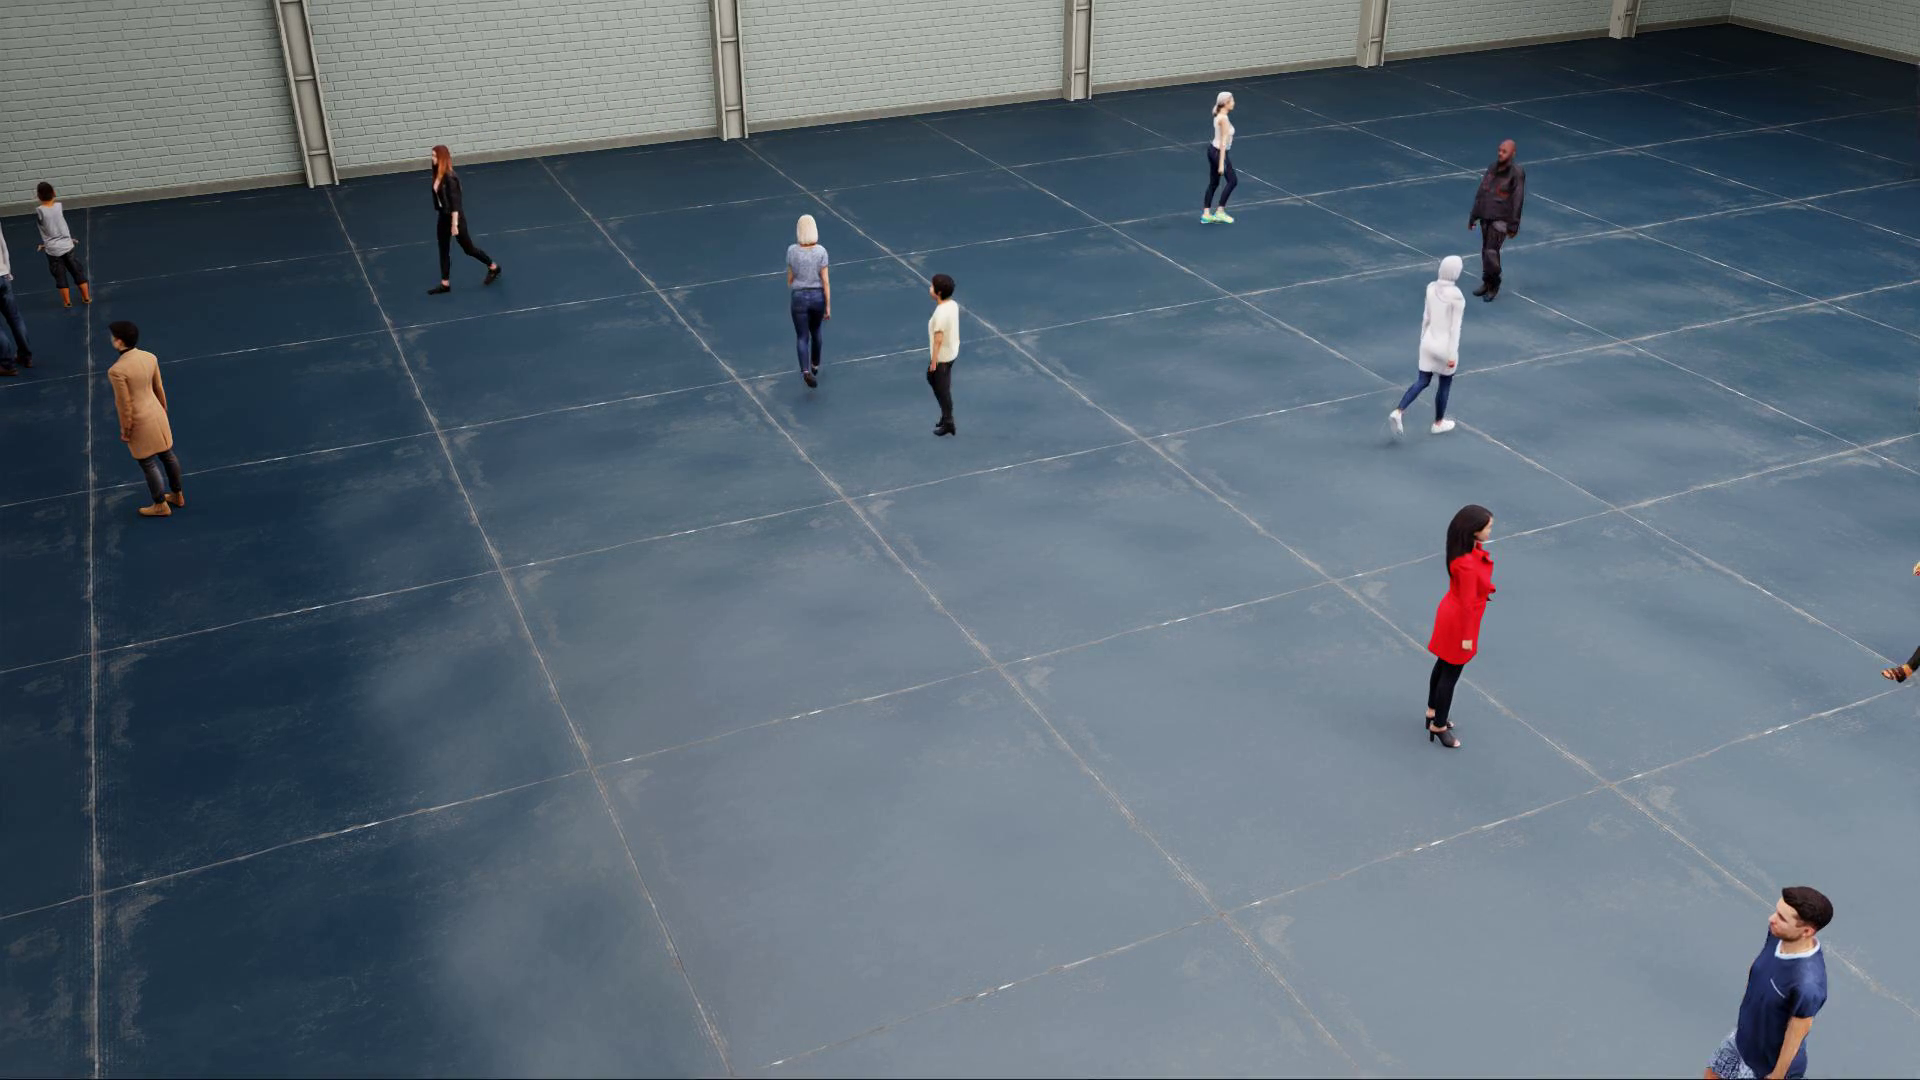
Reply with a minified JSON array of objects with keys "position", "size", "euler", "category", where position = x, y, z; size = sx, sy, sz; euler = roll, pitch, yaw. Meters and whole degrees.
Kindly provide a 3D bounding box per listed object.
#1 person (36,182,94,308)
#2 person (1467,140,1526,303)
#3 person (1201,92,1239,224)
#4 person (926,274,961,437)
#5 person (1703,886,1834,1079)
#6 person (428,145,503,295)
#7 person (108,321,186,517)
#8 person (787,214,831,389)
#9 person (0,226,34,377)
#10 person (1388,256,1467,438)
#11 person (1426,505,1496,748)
[{"position":[-10.115,-3.350,18.653],"size":[0.510,1.453,0.688],"euler":[-24,36,-37],"category":"person"},{"position":[6.148,-3.657,18.847],"size":[0.717,1.812,0.736],"euler":[-15,32,-27],"category":"person"},{"position":[3.224,-4.862,21.242],"size":[0.749,1.687,0.722],"euler":[-2,28,-4],"category":"person"},{"position":[-0.086,-1.691,15.405],"size":[0.737,1.578,0.695],"euler":[7,29,13],"category":"person"},{"position":[3.766,2.323,7.598],"size":[0.981,1.831,0.879],"euler":[4,28,7],"category":"person"},{"position":[-5.698,-3.653,18.981],"size":[1.197,1.679,0.811],"euler":[-21,35,-35],"category":"person"},{"position":[-6.870,-1.030,14.008],"size":[0.822,1.724,0.764],"euler":[9,29,17],"category":"person"},{"position":[-1.508,-2.317,16.470],"size":[1.077,1.681,0.892],"euler":[-1,28,-2],"category":"person"},{"position":[-9.791,-2.606,16.775],"size":[0.880,1.906,0.834],"euler":[8,29,15],"category":"person"},{"position":[4.339,-1.739,15.307],"size":[1.062,1.754,0.705],"euler":[-16,32,-27],"category":"person"},{"position":[3.291,0.556,11.000],"size":[0.768,1.751,0.728],"euler":[4,28,7],"category":"person"}]
